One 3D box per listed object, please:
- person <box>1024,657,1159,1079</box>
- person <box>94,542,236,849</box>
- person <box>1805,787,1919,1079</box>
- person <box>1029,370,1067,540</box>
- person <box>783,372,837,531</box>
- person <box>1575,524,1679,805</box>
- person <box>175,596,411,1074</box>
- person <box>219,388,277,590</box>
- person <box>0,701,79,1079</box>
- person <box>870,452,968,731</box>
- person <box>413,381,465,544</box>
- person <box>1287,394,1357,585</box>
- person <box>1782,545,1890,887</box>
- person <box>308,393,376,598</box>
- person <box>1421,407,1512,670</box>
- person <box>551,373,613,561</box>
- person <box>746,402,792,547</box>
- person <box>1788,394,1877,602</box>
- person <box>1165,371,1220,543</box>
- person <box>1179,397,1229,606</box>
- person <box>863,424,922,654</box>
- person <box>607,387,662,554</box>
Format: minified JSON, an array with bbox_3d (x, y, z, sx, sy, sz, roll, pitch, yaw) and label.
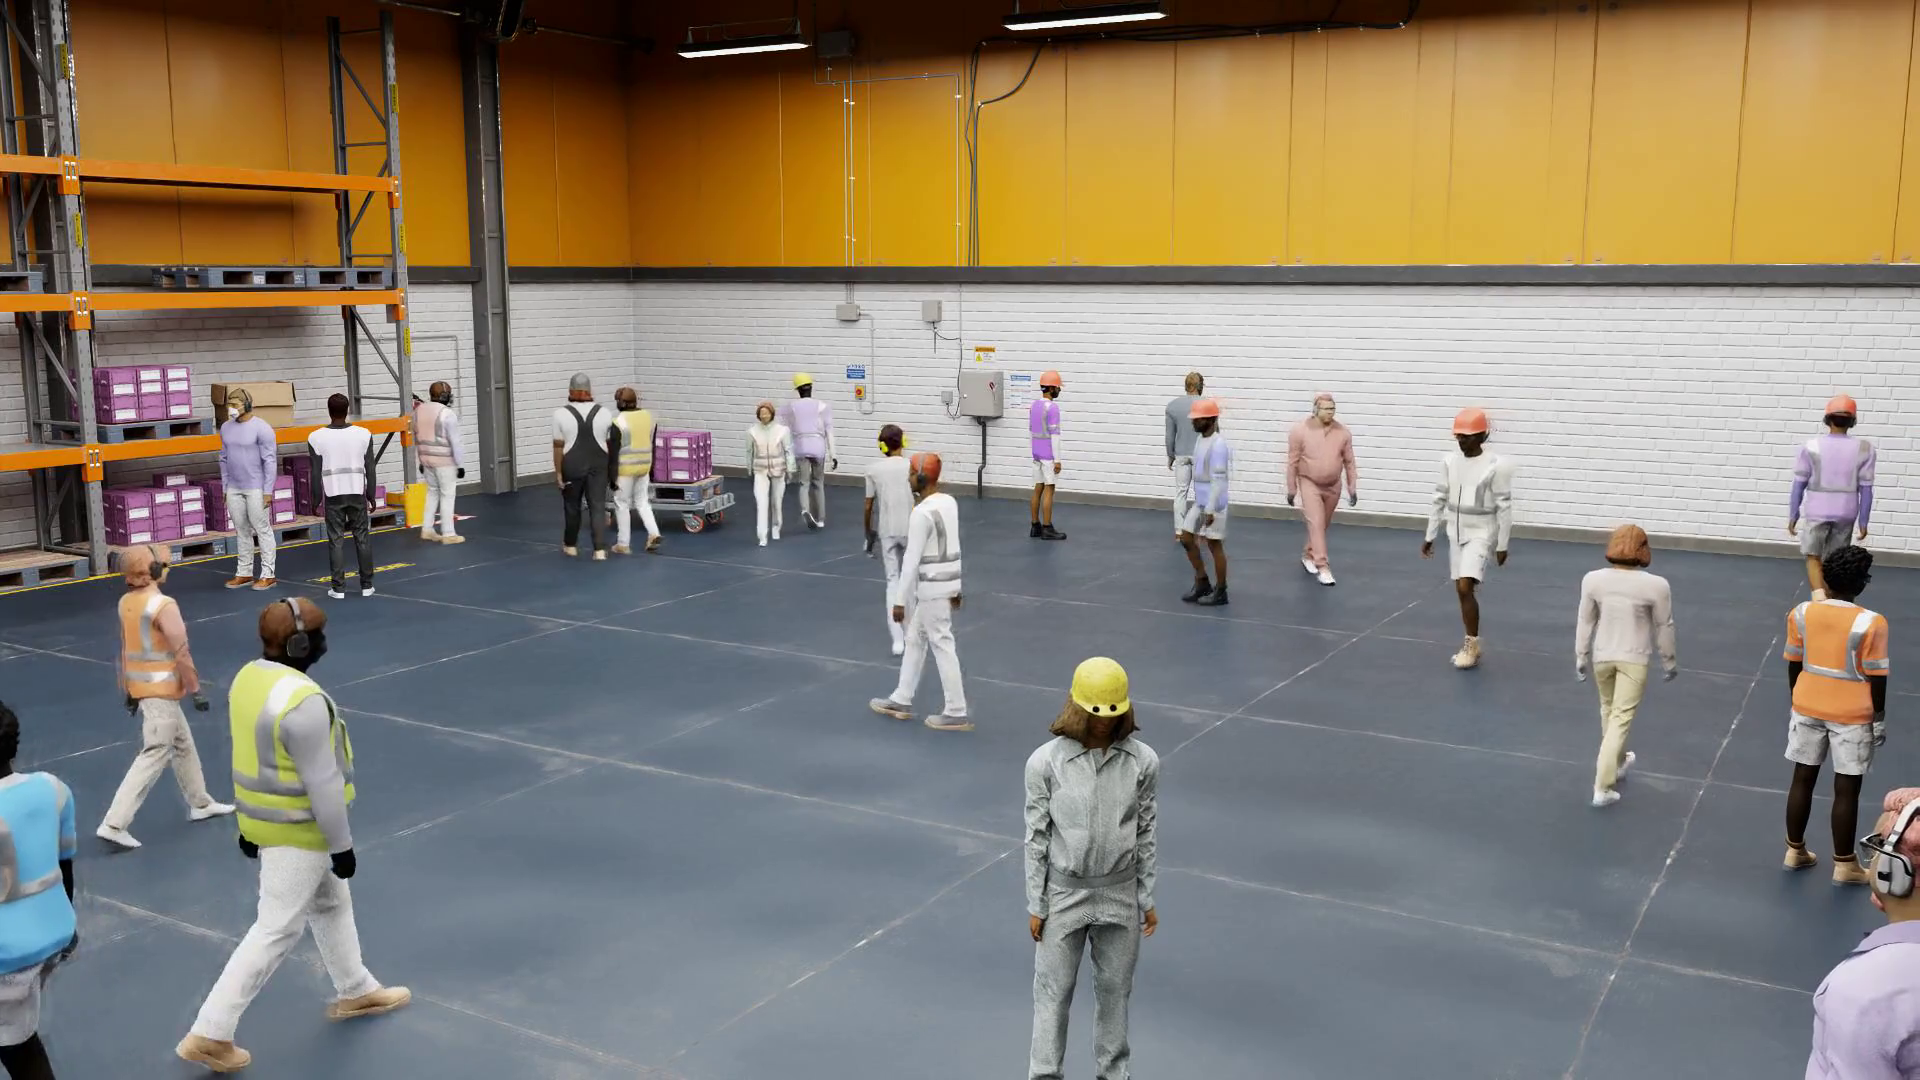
[{"bbox_3d":[0.461,1.250,5.761,0.485,1.739,0.304,-2,9,-13],"label":"person"},{"bbox_3d":[-4.308,0.812,8.900,0.518,1.604,0.805,8,12,42],"label":"person"},{"bbox_3d":[2.097,1.491,3.734,0.651,1.906,0.402,-4,10,-25],"label":"person"},{"bbox_3d":[1.013,-0.972,19.008,0.376,1.935,0.550,-5,10,-26],"label":"person"},{"bbox_3d":[-1.769,-1.035,19.600,0.633,1.889,0.805,-1,9,-5],"label":"person"},{"bbox_3d":[3.884,0.699,9.651,0.839,1.596,0.507,-9,12,-43],"label":"person"},{"bbox_3d":[-2.629,1.115,6.431,0.934,1.806,0.639,-8,12,-41],"label":"person"},{"bbox_3d":[-6.839,-0.485,15.965,0.634,1.939,0.367,3,10,20],"label":"person"},{"bbox_3d":[-3.158,1.330,5.461,0.482,1.674,0.534,0,9,3],"label":"person"},{"bbox_3d":[-0.311,0.342,11.063,0.854,1.849,0.612,3,10,19],"label":"person"},{"bbox_3d":[-5.818,-0.861,18.627,0.654,1.836,0.428,5,10,29],"label":"person"},{"bbox_3d":[3.590,-0.529,16.516,0.659,1.859,1.016,-2,9,-11],"label":"person"},{"bbox_3d":[4.363,0.865,8.289,0.321,1.697,0.529,-5,10,-29],"label":"person"},{"bbox_3d":[-5.758,-0.409,15.552,0.587,1.920,0.391,-5,10,-27],"label":"person"},{"bbox_3d":[3.867,-0.012,12.767,0.639,2.016,0.611,-6,11,-32],"label":"person"},{"bbox_3d":[-3.994,-0.808,17.662,0.687,2.000,0.919,-4,10,-22],"label":"person"},{"bbox_3d":[-2.143,-0.754,18.708,0.522,1.599,0.848,-1,9,-5],"label":"person"},{"bbox_3d":[7.385,-0.223,14.086,0.620,2.021,0.751,3,10,19],"label":"person"},{"bbox_3d":[2.617,-0.924,18.724,0.627,1.935,0.371,4,10,24],"label":"person"},{"bbox_3d":[2.232,-0.341,15.129,0.554,1.914,0.577,-2,9,-14],"label":"person"},{"bbox_3d":[-0.509,-0.015,13.377,0.534,1.826,0.762,-1,9,-3],"label":"person"},{"bbox_3d":[-3.519,-0.736,17.908,0.568,1.824,0.654,8,12,41],"label":"person"}]
